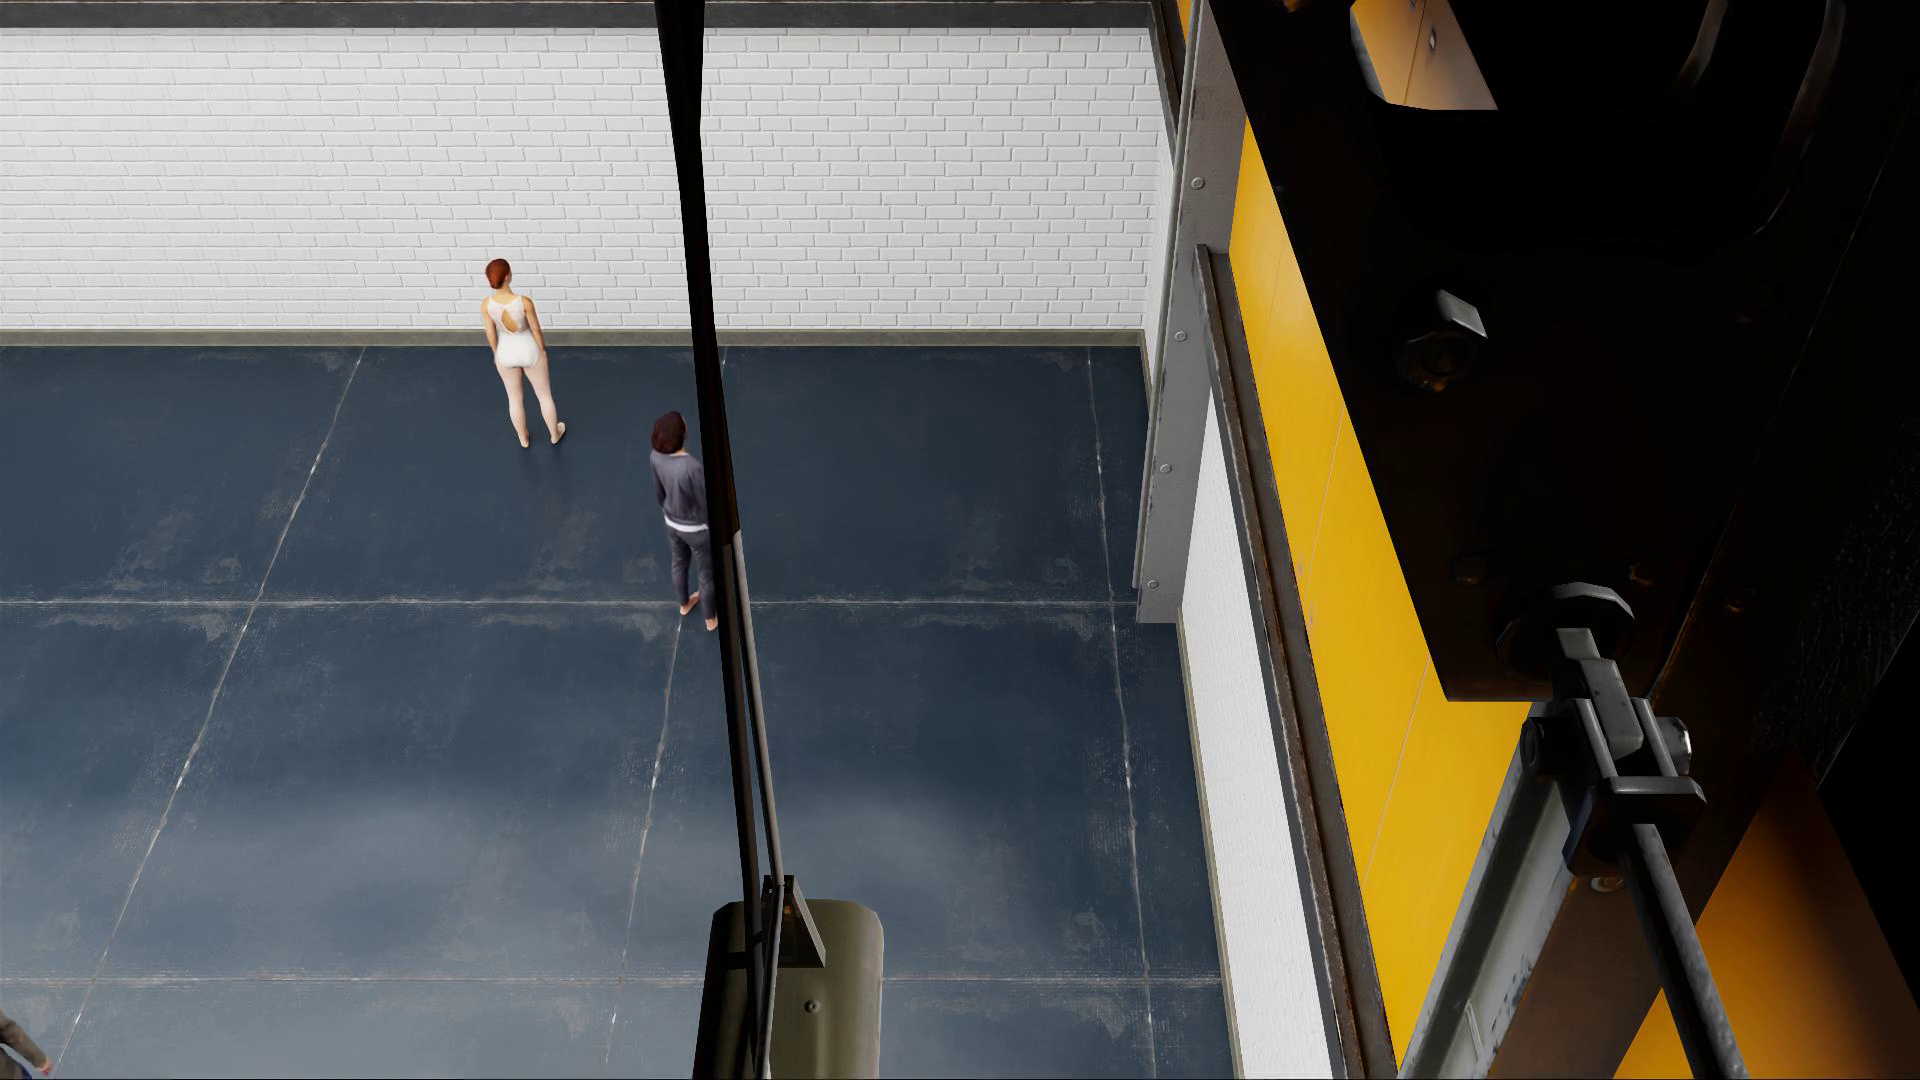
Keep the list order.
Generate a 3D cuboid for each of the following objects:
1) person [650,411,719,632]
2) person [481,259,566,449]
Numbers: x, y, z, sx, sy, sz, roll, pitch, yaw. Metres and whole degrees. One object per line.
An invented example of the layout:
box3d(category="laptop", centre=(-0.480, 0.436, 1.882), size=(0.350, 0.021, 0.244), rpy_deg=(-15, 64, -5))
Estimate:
box3d(category="person", centre=(-1.787, -0.114, 10.948), size=(0.698, 1.772, 0.710), rpy_deg=(21, 48, 21))
box3d(category="person", centre=(-3.273, -1.368, 12.364), size=(0.568, 1.636, 0.508), rpy_deg=(-4, 44, -4))
